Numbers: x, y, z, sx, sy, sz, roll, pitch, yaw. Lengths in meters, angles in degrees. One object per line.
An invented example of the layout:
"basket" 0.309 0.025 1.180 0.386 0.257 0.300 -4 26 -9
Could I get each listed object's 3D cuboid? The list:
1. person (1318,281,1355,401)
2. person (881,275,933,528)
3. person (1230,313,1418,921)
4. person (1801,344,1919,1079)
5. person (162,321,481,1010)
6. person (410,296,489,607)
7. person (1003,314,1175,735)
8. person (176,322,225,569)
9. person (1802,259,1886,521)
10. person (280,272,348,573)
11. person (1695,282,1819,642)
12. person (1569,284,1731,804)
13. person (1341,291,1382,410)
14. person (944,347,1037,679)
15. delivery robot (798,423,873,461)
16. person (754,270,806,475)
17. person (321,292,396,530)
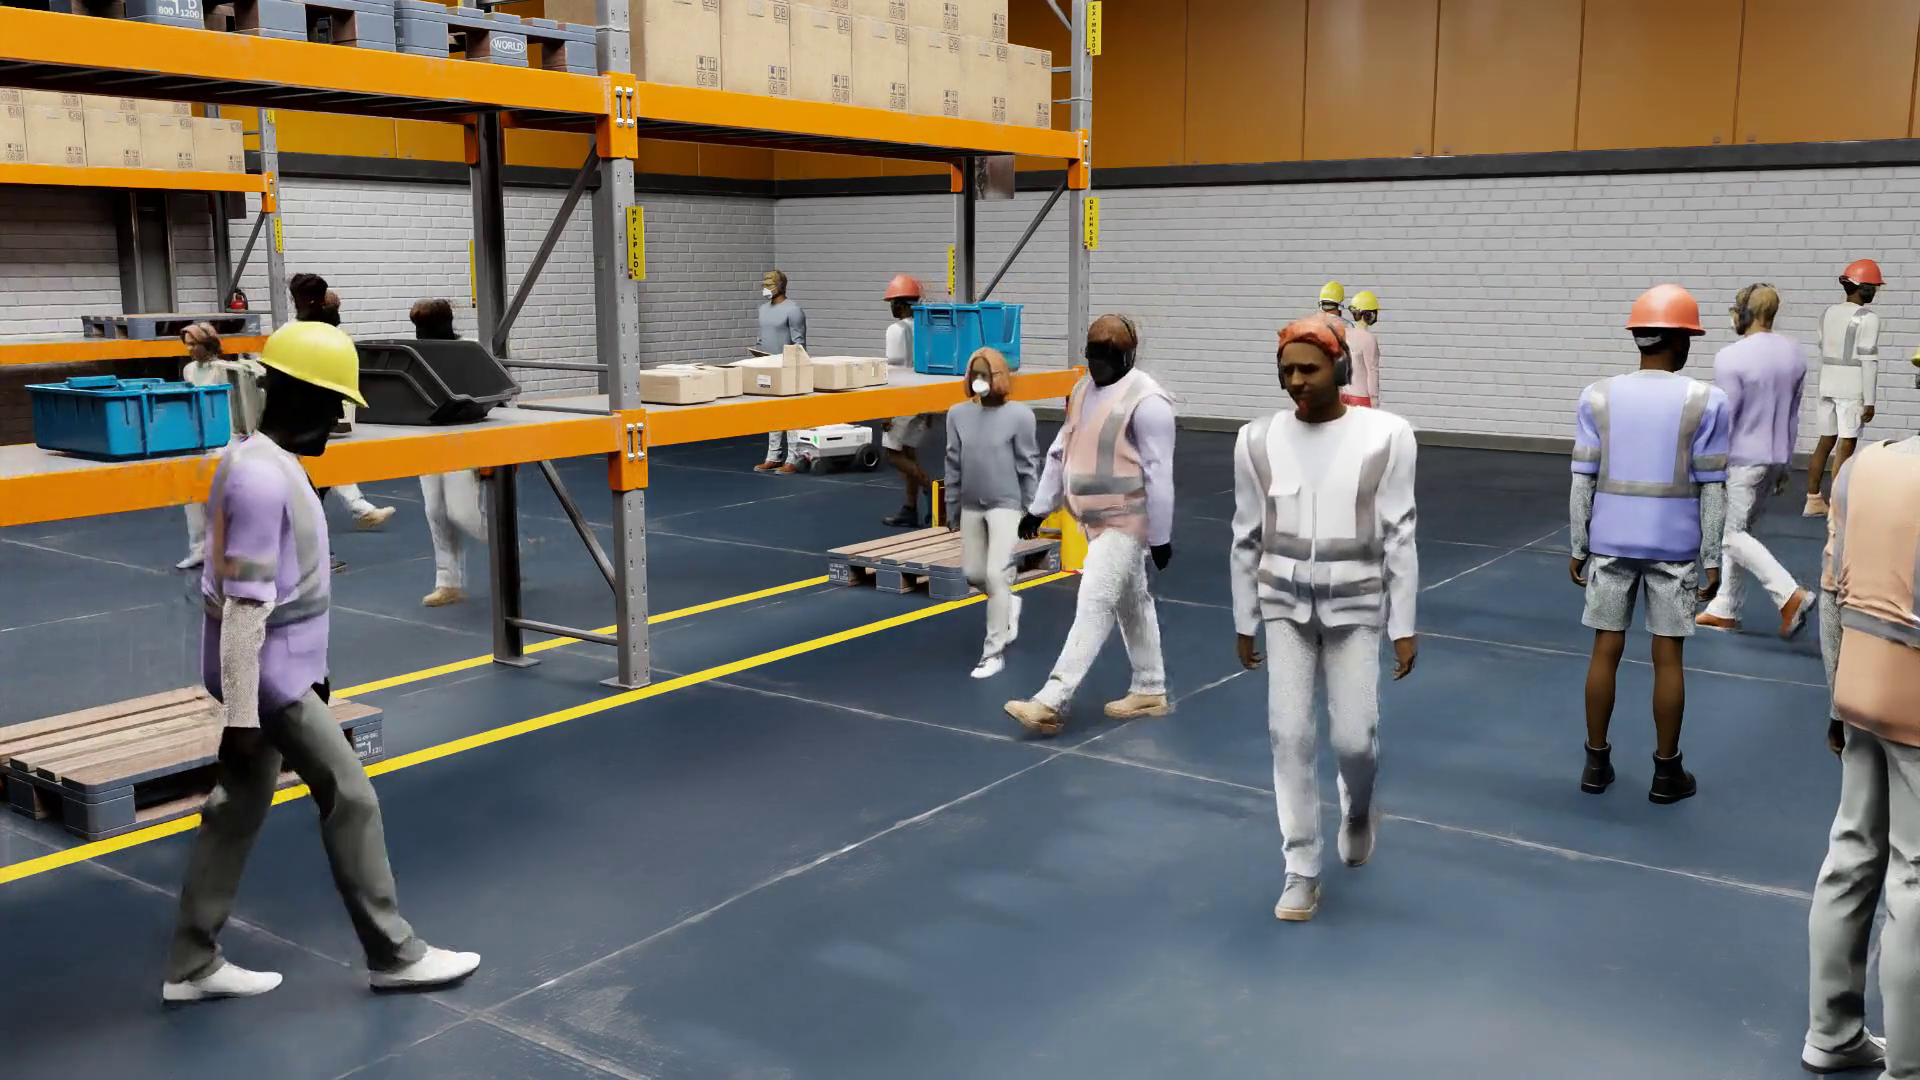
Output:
"person" 3.374 -1.426 15.137 0.404 1.836 0.600 -7 12 -37
"person" -0.333 -1.018 12.461 0.577 1.919 0.556 5 11 30
"person" 1.141 0.226 5.199 0.596 1.869 0.538 4 10 24
"person" 2.290 0.413 3.952 0.391 1.916 0.586 -1 10 -7
"person" -1.747 0.354 4.470 0.943 1.853 0.643 -4 10 -22
"person" -2.971 -0.522 9.799 0.637 1.823 0.521 5 11 27
"person" 0.556 -0.060 7.126 0.919 1.792 0.654 -4 10 -21
"person" -4.907 -0.610 10.903 0.539 1.610 0.646 4 10 24
"person" 6.896 -1.147 12.912 0.394 2.038 0.607 -2 10 -10
"person" -4.245 -0.758 10.825 0.402 1.943 0.722 -5 11 -27
"person" 4.237 -0.396 8.791 0.634 1.915 0.787 -5 11 -27
"person" 2.583 0.016 6.260 0.551 1.933 0.369 6 11 33
"person" 3.375 -1.199 13.988 0.304 1.771 0.523 -3 10 -16
"person" 0.182 -0.160 8.277 0.508 1.615 0.645 5 11 29
"delivery robot" -1.194 -0.962 15.908 0.707 0.478 0.477 -8 12 -38
"person" -1.717 -1.585 15.782 0.357 1.938 0.638 -9 13 -44
"person" -4.697 -0.950 12.422 0.987 1.786 0.656 0 10 2
